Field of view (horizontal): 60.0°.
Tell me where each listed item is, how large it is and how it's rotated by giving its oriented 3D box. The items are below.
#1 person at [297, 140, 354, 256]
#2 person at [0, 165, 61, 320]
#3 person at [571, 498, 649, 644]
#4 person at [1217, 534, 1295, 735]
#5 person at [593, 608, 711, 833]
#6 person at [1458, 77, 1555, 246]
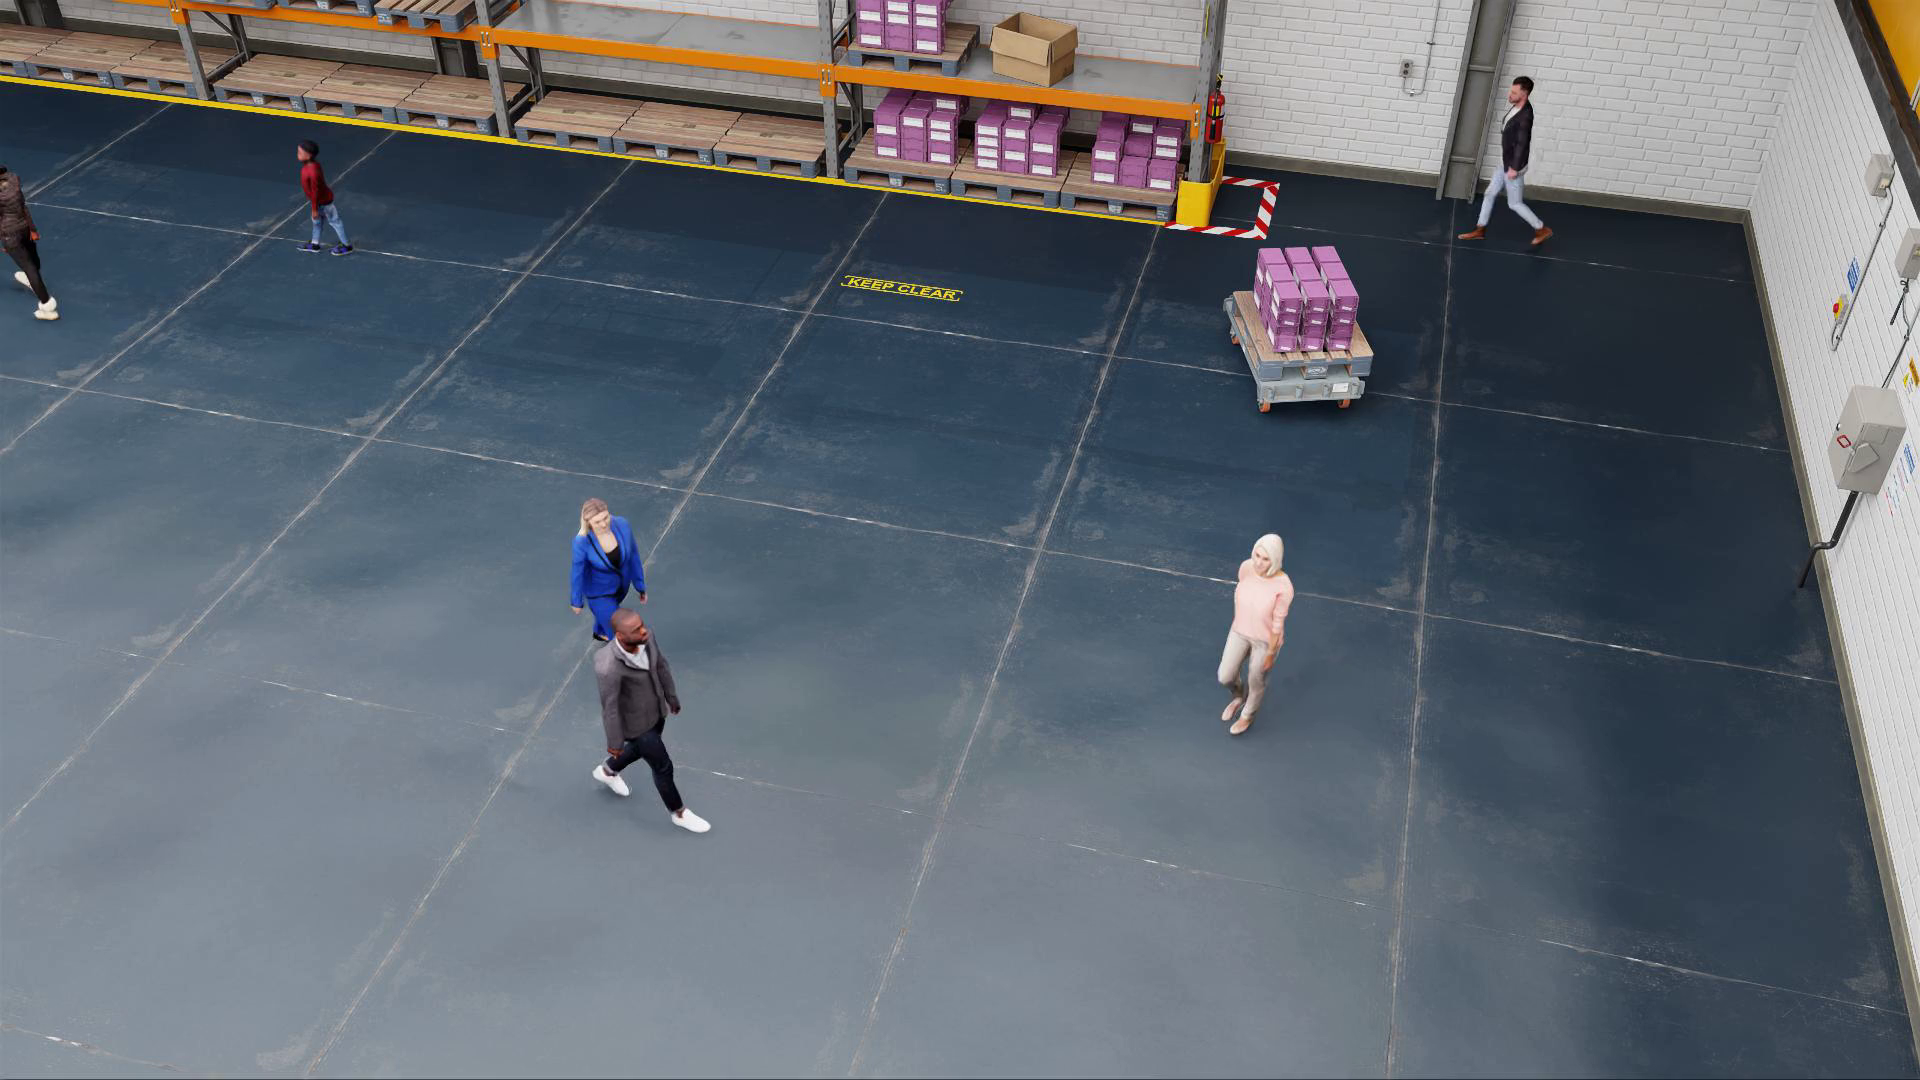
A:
[{"bbox_3d":[-6.361,-3.442,16.749,0.850,1.237,0.753,-13,41,-16],"label":"person"},{"bbox_3d":[-9.054,-2.923,15.788,0.746,1.625,1.154,10,40,12],"label":"person"},{"bbox_3d":[-2.515,0.322,11.714,1.164,1.639,0.943,25,45,28],"label":"person"},{"bbox_3d":[2.065,0.611,11.291,0.670,1.716,0.761,29,47,31],"label":"person"},{"bbox_3d":[-2.109,1.107,10.613,1.172,1.787,0.828,14,41,17],"label":"person"},{"bbox_3d":[5.652,-3.751,16.690,1.162,1.794,0.784,7,39,8],"label":"person"}]
